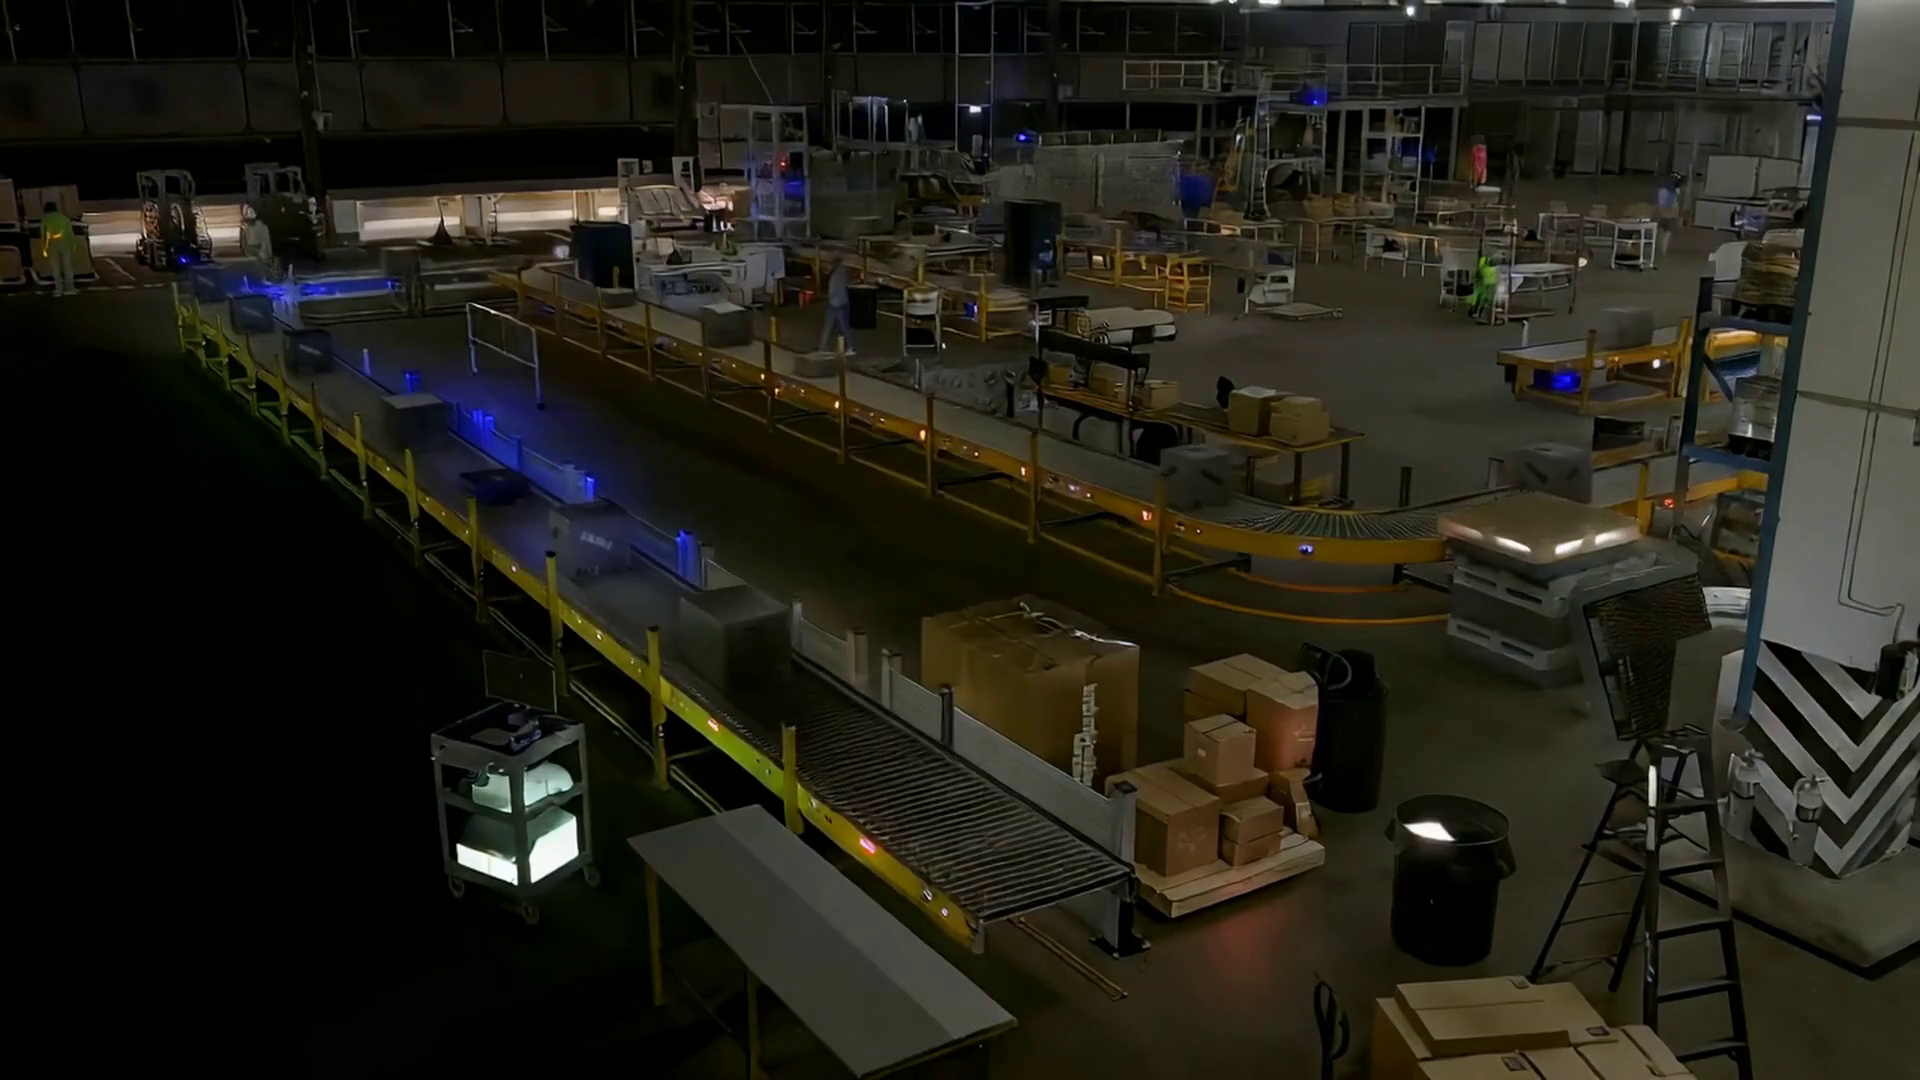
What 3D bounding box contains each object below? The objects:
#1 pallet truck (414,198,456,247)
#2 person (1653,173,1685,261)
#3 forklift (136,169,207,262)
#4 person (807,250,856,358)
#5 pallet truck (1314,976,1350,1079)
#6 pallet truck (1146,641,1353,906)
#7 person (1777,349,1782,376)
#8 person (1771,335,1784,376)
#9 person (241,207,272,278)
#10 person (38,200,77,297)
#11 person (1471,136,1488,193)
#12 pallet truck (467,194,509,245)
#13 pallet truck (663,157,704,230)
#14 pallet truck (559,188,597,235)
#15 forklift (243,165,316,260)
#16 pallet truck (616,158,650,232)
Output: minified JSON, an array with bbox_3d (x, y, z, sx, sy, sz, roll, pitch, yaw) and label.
[{"bbox_3d":[-13.250,-8.060,41.856,0.680,1.201,1.601,-10,20,-31],"label":"pallet truck"},{"bbox_3d":[16.462,-7.475,38.559,0.624,2.004,0.965,2,17,6],"label":"person"},{"bbox_3d":[-17.842,-7.318,37.559,1.157,1.987,2.680,-10,20,-31],"label":"forklift"},{"bbox_3d":[-2.057,-3.809,26.842,0.871,1.721,0.552,7,18,23],"label":"person"},{"bbox_3d":[2.299,2.390,7.086,1.601,1.201,0.680,-2,17,-7],"label":"pallet truck"},{"bbox_3d":[1.664,1.407,10.232,1.630,1.274,0.653,-10,20,-31],"label":"pallet truck"},{"bbox_3d":[10.132,-1.816,20.069,0.563,1.818,0.611,-12,21,-35],"label":"person"},{"bbox_3d":[10.908,-2.252,21.796,0.856,1.660,0.532,-9,19,-28],"label":"person"},{"bbox_3d":[-13.918,-5.700,33.030,0.598,1.815,0.722,1,17,5],"label":"person"},{"bbox_3d":[-18.064,-5.828,33.275,0.400,1.905,0.645,13,21,38],"label":"person"},{"bbox_3d":[17.451,-12.613,55.880,0.572,1.887,0.354,-5,18,-17],"label":"person"},{"bbox_3d":[-11.983,-8.177,42.137,0.704,1.261,1.522,-11,20,-33],"label":"pallet truck"},{"bbox_3d":[-7.586,-9.308,44.692,0.823,1.965,1.885,-11,20,-33],"label":"pallet truck"},{"bbox_3d":[-10.010,-8.652,43.699,0.653,1.274,1.630,-10,20,-31],"label":"pallet truck"},{"bbox_3d":[-15.898,-7.669,38.708,1.157,1.987,2.680,-11,20,-33],"label":"forklift"},{"bbox_3d":[-8.918,-9.176,44.255,0.823,1.965,1.885,-9,19,-27],"label":"pallet truck"}]
